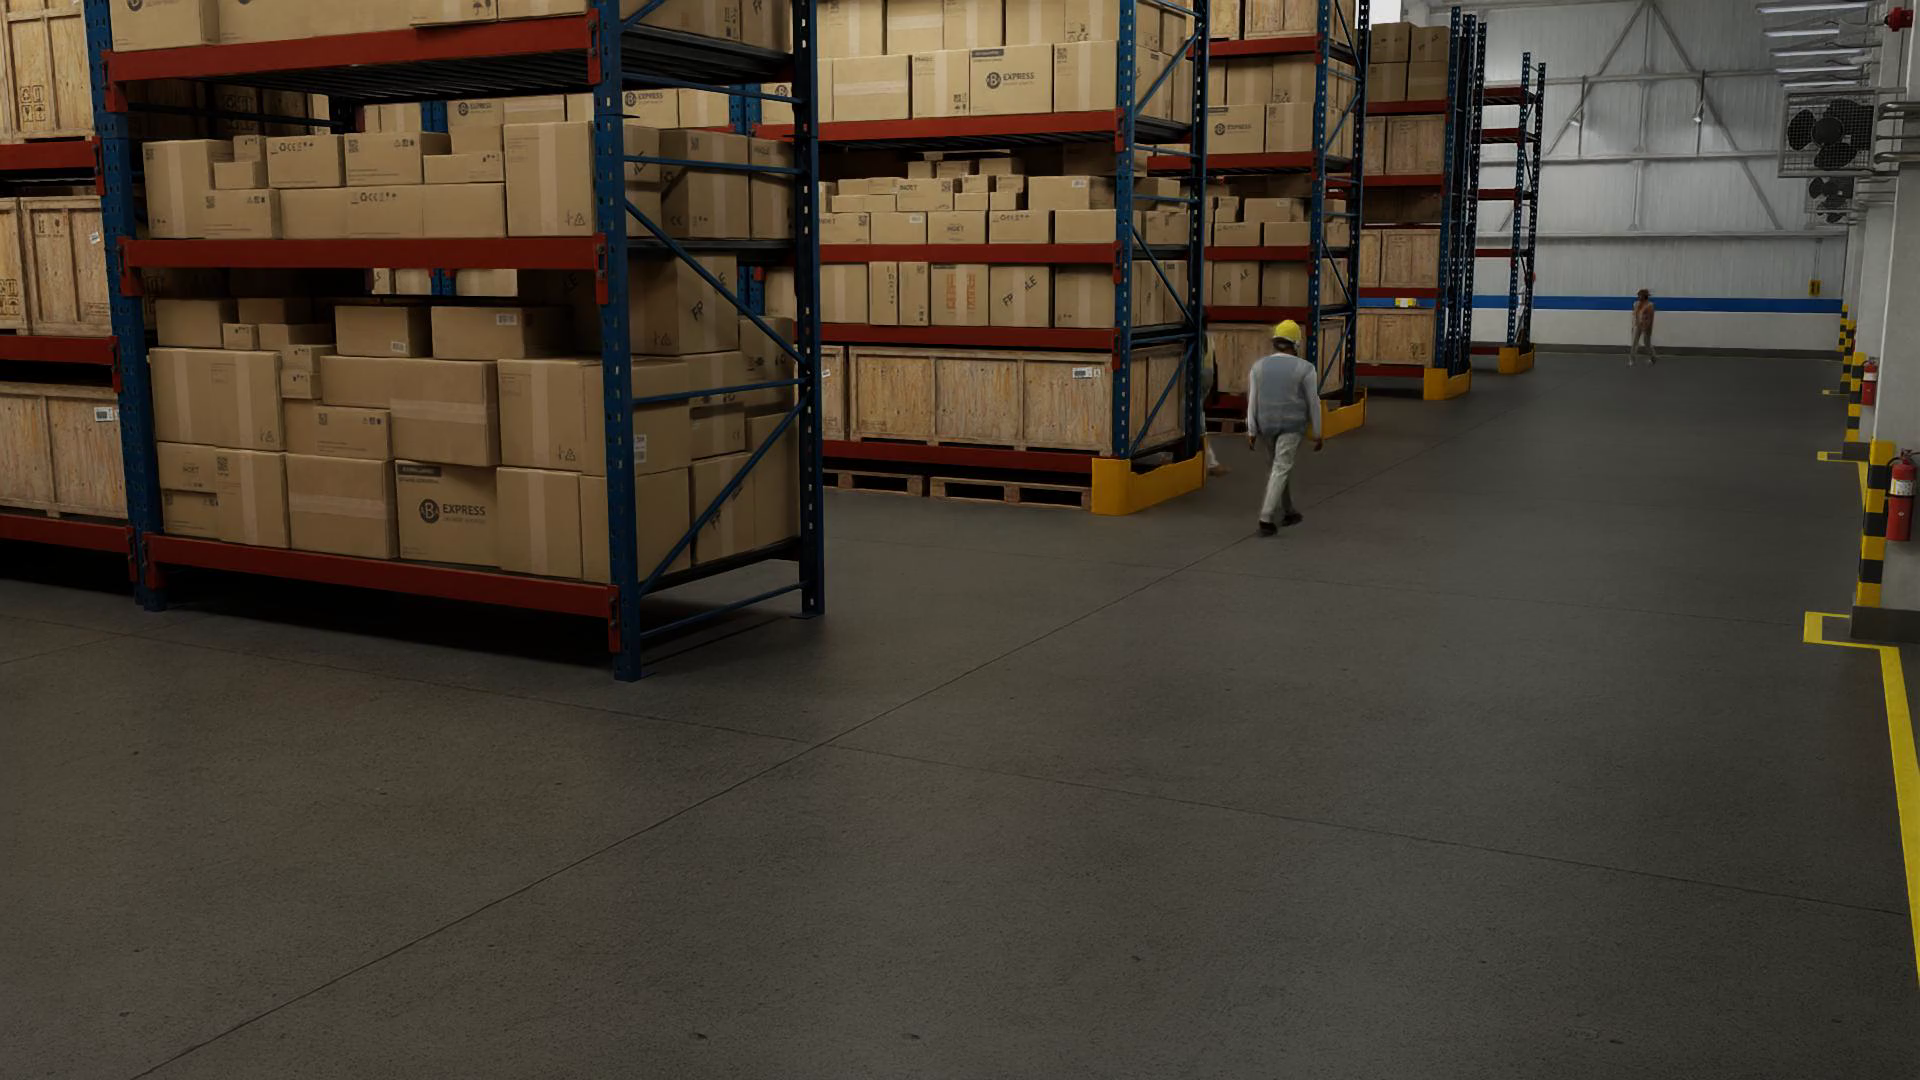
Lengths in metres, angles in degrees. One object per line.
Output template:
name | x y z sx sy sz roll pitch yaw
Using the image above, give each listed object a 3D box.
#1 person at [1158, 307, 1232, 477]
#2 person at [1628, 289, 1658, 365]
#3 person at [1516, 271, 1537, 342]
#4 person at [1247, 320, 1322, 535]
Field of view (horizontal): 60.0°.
person | 2.460 -1.566 17.516 0.938 1.792 0.647 8 13 40
person | 14.291 -4.448 34.730 0.781 1.593 0.552 -7 12 -34
person | 12.622 -5.020 37.065 0.374 1.928 0.543 0 10 2
person | 2.718 -0.945 13.914 0.602 1.784 0.954 7 12 36
